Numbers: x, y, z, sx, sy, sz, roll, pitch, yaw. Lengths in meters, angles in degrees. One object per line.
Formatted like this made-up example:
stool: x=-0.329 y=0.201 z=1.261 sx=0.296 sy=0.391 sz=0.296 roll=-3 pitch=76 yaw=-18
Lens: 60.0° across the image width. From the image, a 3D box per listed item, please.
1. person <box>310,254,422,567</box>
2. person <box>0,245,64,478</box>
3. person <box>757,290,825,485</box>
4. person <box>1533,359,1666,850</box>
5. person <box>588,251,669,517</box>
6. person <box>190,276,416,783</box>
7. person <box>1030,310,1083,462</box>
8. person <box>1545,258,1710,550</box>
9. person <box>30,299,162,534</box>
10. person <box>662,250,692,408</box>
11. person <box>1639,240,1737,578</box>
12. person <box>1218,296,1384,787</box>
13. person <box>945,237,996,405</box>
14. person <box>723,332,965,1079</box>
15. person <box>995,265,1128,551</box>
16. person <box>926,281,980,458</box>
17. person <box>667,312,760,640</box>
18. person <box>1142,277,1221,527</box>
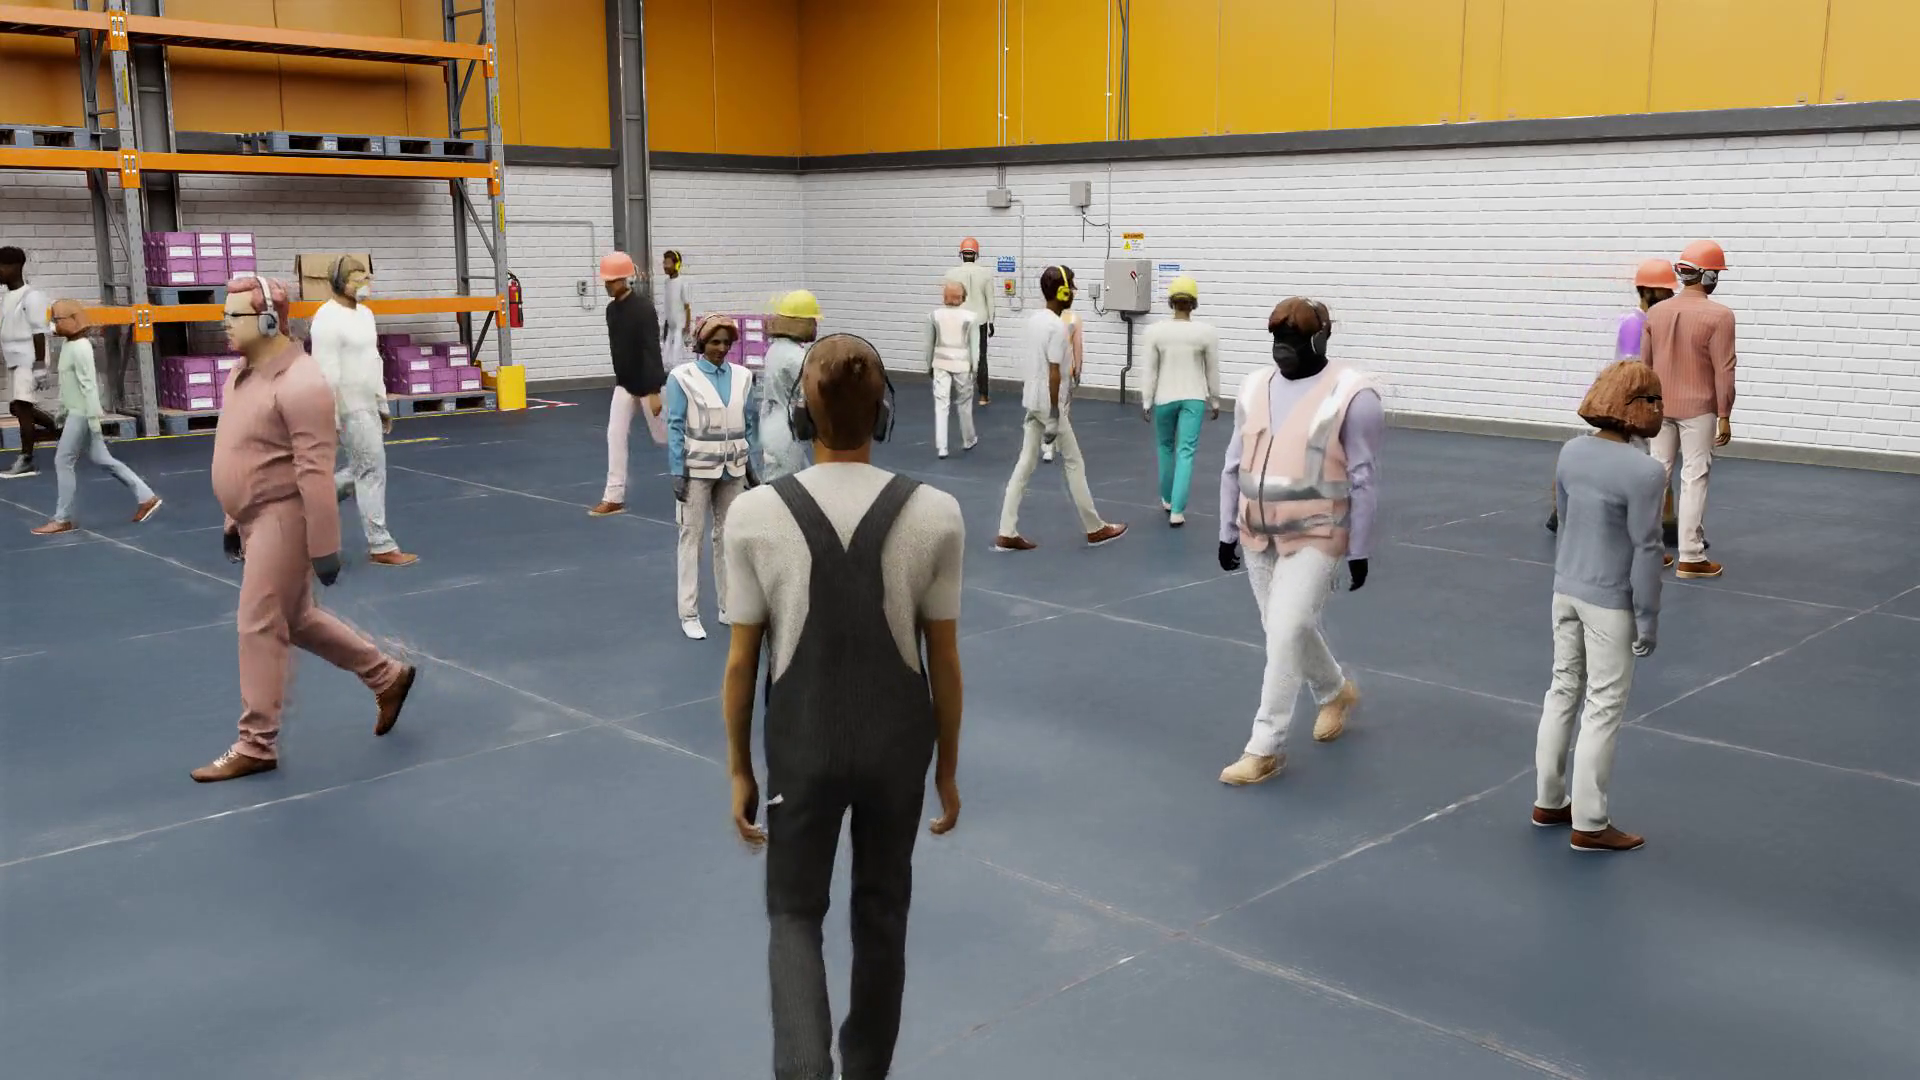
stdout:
person: x=-3.763 y=-0.776 z=10.139 sx=0.821 sy=1.914 sz=0.633 roll=0 pitch=10 yaw=-1
person: x=-7.857 y=-1.514 z=14.076 sx=0.605 sy=1.945 sz=0.698 roll=8 pitch=13 yaw=37
person: x=-0.885 y=-0.542 z=9.396 sx=0.775 sy=1.711 sz=0.492 roll=-4 pitch=11 yaw=-21
person: x=2.129 y=0.215 z=5.512 sx=0.279 sy=1.624 sz=0.494 roll=-3 pitch=11 yaw=-17
person: x=-2.267 y=-1.157 z=12.229 sx=0.623 sy=1.926 sz=1.036 roll=9 pitch=14 yaw=41
person: x=-2.536 y=-0.064 z=6.343 sx=0.845 sy=1.882 sz=0.639 roll=-8 pitch=13 yaw=-37
person: x=0.850 y=-1.520 z=15.050 sx=0.513 sy=1.594 sz=0.865 roll=0 pitch=10 yaw=-1
person: x=4.354 y=-0.885 z=10.824 sx=1.014 sy=1.888 sz=0.549 roll=8 pitch=13 yaw=38
person: x=-5.994 y=-0.867 z=11.471 sx=0.810 sy=1.600 sz=0.504 roll=-7 pitch=12 yaw=-32
person: x=-3.290 y=-2.478 z=19.579 sx=0.502 sy=1.852 sz=0.541 roll=-8 pitch=13 yaw=-36
person: x=4.333 y=-0.778 z=9.909 sx=0.397 sy=1.992 sz=0.623 roll=-6 pitch=12 yaw=-30
person: x=1.299 y=-0.028 z=6.350 sx=0.905 sy=1.808 sz=0.635 roll=-9 pitch=14 yaw=-41
person: x=0.120 y=-2.613 z=19.912 sx=0.610 sy=1.996 sz=0.378 roll=0 pitch=10 yaw=0
person: x=-0.236 y=0.481 z=3.506 sx=0.512 sy=1.827 sz=0.646 roll=-1 pitch=10 yaw=-6
person: x=0.638 y=-0.832 z=10.701 sx=0.963 sy=1.819 sz=0.538 roll=-5 pitch=12 yaw=-26
person: x=-0.053 y=-1.568 z=15.289 sx=0.531 sy=1.594 sz=0.847 roll=2 pitch=11 yaw=13
person: x=-1.249 y=-0.328 z=8.426 sx=0.512 sy=1.639 sz=0.312 roll=-9 pitch=14 yaw=-40
person: x=1.576 y=-0.992 z=11.798 sx=0.543 sy=1.718 sz=0.886 roll=2 pitch=11 yaw=11
